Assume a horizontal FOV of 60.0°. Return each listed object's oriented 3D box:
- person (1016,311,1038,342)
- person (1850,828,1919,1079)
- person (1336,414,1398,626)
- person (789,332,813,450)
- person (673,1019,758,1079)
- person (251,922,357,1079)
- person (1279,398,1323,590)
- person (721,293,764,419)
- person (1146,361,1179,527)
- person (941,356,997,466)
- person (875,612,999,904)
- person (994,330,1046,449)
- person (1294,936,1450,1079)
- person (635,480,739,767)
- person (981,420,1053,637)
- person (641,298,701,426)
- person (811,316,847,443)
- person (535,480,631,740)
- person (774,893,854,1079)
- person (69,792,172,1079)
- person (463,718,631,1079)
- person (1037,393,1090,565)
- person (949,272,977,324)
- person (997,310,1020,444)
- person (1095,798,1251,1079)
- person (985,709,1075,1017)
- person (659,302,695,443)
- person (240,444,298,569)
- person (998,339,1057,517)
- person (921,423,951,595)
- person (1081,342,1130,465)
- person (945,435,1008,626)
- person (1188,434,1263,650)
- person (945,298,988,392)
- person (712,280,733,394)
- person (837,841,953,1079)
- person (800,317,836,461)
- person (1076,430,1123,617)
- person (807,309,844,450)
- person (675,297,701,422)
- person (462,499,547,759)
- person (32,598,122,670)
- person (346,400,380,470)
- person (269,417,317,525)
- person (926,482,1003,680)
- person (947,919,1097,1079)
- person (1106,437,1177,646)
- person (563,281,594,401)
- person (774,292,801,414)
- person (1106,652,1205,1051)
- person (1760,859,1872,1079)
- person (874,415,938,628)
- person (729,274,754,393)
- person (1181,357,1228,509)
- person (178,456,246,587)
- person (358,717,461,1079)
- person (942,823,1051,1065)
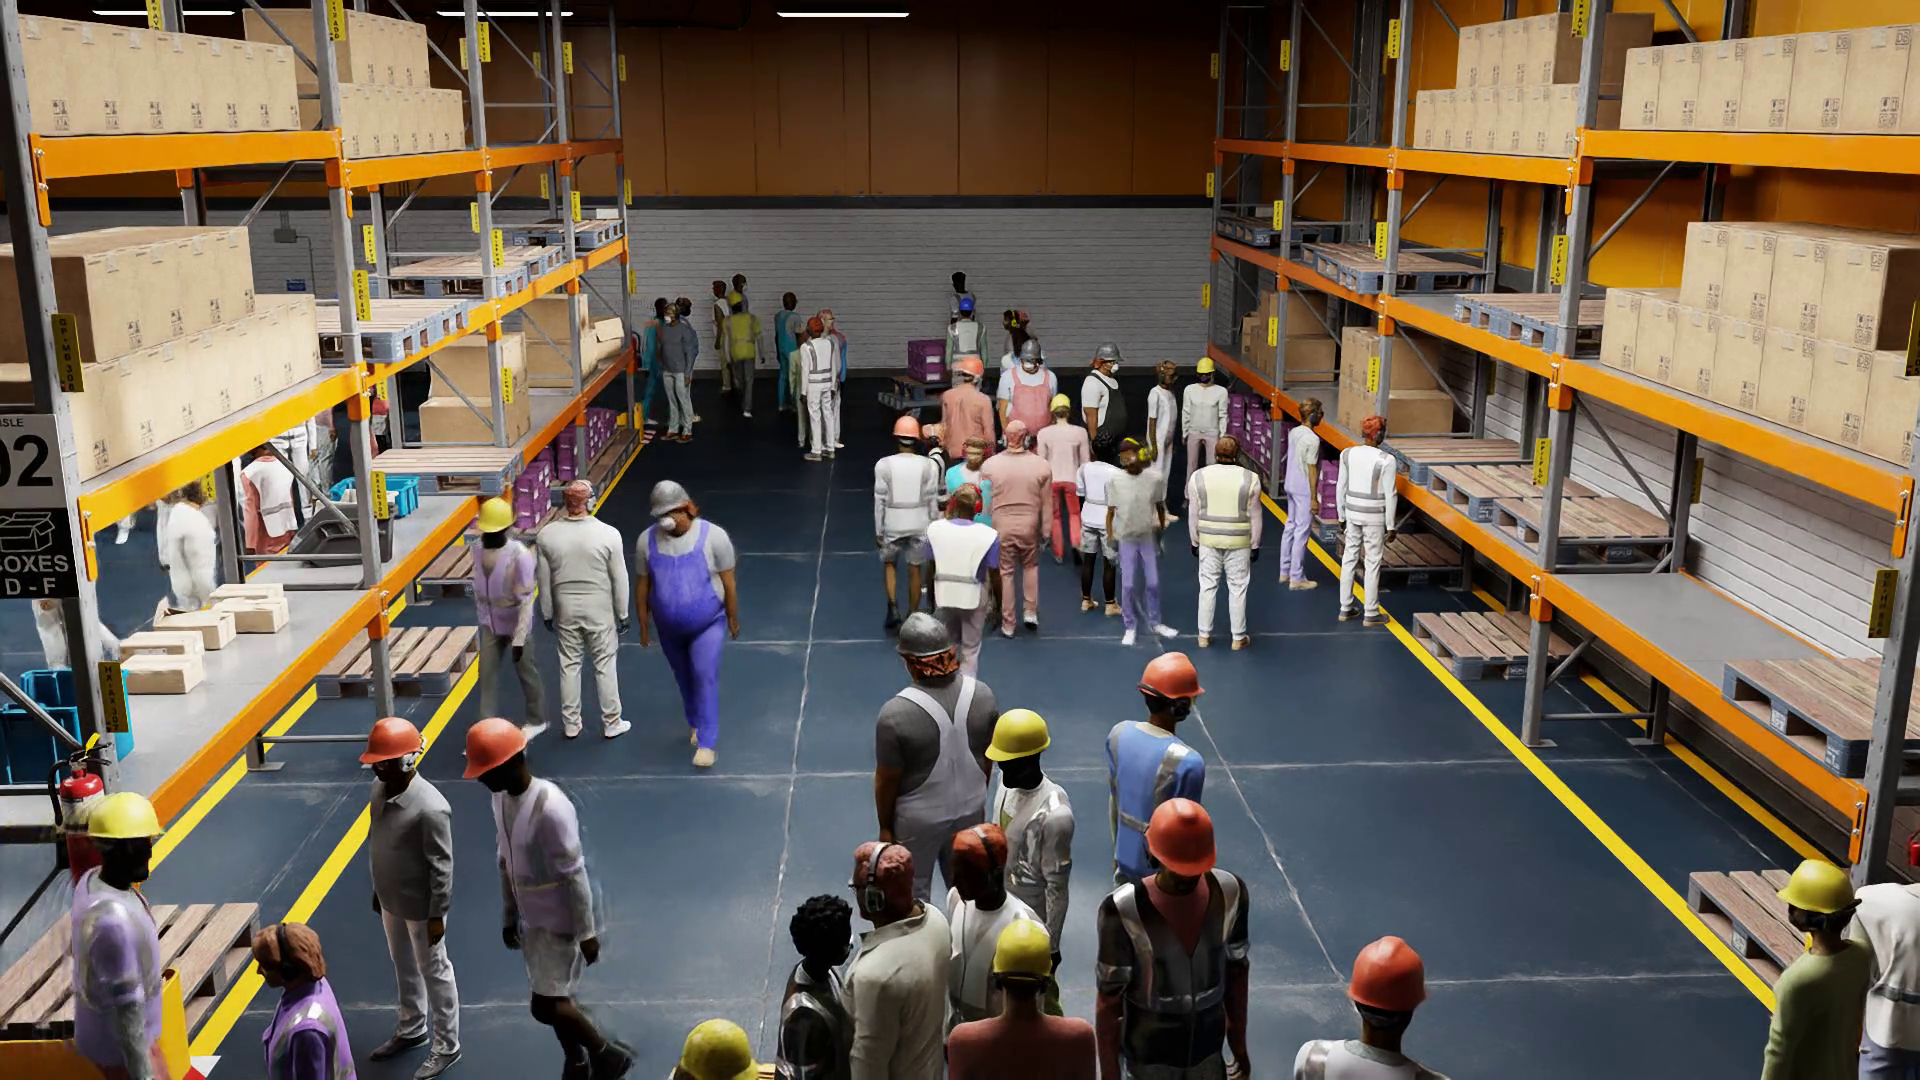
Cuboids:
[{"bbox_3d":[0.863,-2.398,23.736,0.354,1.738,0.574,12,19,39],"label":"person"},{"bbox_3d":[3.714,1.950,6.466,0.561,1.838,0.392,7,16,26],"label":"person"},{"bbox_3d":[3.599,-0.177,14.727,0.342,1.882,0.579,-13,19,-42],"label":"person"},{"bbox_3d":[-2.065,-2.028,22.582,0.503,1.583,0.846,-2,14,-7],"label":"person"},{"bbox_3d":[-0.752,2.305,5.278,0.319,1.737,0.485,12,18,39],"label":"person"},{"bbox_3d":[-2.361,2.151,6.097,0.318,1.631,0.524,-6,16,-23],"label":"person"},{"bbox_3d":[3.278,-0.442,15.869,0.345,1.838,0.507,-4,15,-14],"label":"person"},{"bbox_3d":[-3.259,-2.777,24.980,0.625,1.869,0.994,-2,14,-8],"label":"person"},{"bbox_3d":[2.229,-1.062,18.303,0.347,1.840,0.500,8,17,30],"label":"person"},{"bbox_3d":[0.114,-0.958,17.610,0.649,1.971,0.587,9,17,33],"label":"person"},{"bbox_3d":[-0.161,1.337,8.470,0.679,2.000,0.535,-9,17,-30],"label":"person"},{"bbox_3d":[0.719,-1.664,20.596,0.631,1.864,1.000,8,16,29],"label":"person"},{"bbox_3d":[1.326,2.188,5.353,0.545,1.930,0.386,10,17,34],"label":"person"},{"bbox_3d":[-1.937,0.551,11.555,0.704,2.000,0.935,2,14,7],"label":"person"},{"bbox_3d":[0.470,-0.110,14.467,0.648,1.889,0.583,-1,14,-3],"label":"person"},{"bbox_3d":[-4.291,-2.578,24.199,1.012,1.864,0.607,1,14,2],"label":"person"},{"bbox_3d":[-1.867,-2.223,22.871,0.619,1.836,0.430,-4,15,-16],"label":"person"},{"bbox_3d":[-2.695,0.505,12.009,0.651,1.904,0.401,1,14,3],"label":"person"},{"bbox_3d":[-0.530,2.103,6.165,0.320,1.694,0.533,1,14,3],"label":"person"},{"bbox_3d":[-3.290,1.923,6.451,0.597,1.900,0.637,-7,16,-25],"label":"person"},{"bbox_3d":[-1.885,1.688,7.397,0.508,1.887,0.607,-13,19,-41],"label":"person"},{"bbox_3d":[1.031,-0.581,16.592,0.537,1.742,0.557,0,14,-1],"label":"person"},{"bbox_3d":[0.018,-3.415,27.288,0.374,1.959,0.603,11,18,37],"label":"person"},{"bbox_3d":[0.712,-2.246,22.896,0.420,1.858,0.562,-3,15,-13],"label":"person"},{"bbox_3d":[0.812,1.908,6.265,0.618,2.028,0.410,-5,15,-17],"label":"person"},{"bbox_3d":[0.292,1.660,7.454,0.393,1.918,0.585,-6,16,-23],"label":"person"},{"bbox_3d":[-3.927,-2.315,23.010,0.627,1.941,0.371,11,18,38],"label":"person"},{"bbox_3d":[-5.865,-0.048,14.183,0.410,1.908,0.598,3,15,13],"label":"person"},{"bbox_3d":[0.781,-1.240,18.588,0.673,2.000,0.536,-3,15,-11],"label":"person"},{"bbox_3d":[-0.215,-0.294,15.695,0.313,1.634,0.514,3,15,12],"label":"person"},{"bbox_3d":[1.611,-1.188,18.383,0.535,2.000,0.681,6,16,23],"label":"person"},{"bbox_3d":[0.133,-0.031,14.374,0.596,1.794,0.950,2,14,8],"label":"person"},{"bbox_3d":[2.238,0.019,14.045,0.627,1.844,0.429,4,15,17],"label":"person"},{"bbox_3d":[0.086,-2.439,23.476,0.616,1.946,0.392,-3,15,-10],"label":"person"},{"bbox_3d":[-3.824,-3.293,27.034,0.374,1.843,0.569,3,15,12],"label":"person"},{"bbox_3d":[-0.260,2.009,6.132,0.402,1.896,0.652,5,15,18],"label":"person"},{"bbox_3d":[-1.861,-1.984,21.822,0.577,1.881,0.349,-13,20,-42],"label":"person"},{"bbox_3d":[1.285,-0.147,14.982,0.535,1.697,0.318,12,18,38],"label":"person"},{"bbox_3d":[-1.795,-2.151,22.420,0.409,1.913,0.645,6,15,21],"label":"person"},{"bbox_3d":[-4.076,-2.665,24.586,0.429,1.840,0.624,-6,15,-21],"label":"person"},{"bbox_3d":[-3.222,0.606,11.667,0.611,1.870,0.899,7,16,25],"label":"person"},{"bbox_3d":[-6.871,0.284,12.873,0.724,1.908,0.664,0,14,0],"label":"person"},{"bbox_3d":[-7.565,-1.869,21.174,0.617,1.986,0.408,4,15,14],"label":"person"},{"bbox_3d":[-7.298,-1.032,18.099,0.579,1.879,0.347,-7,16,-26],"label":"person"},{"bbox_3d":[0.046,0.468,12.292,0.575,1.827,0.506,5,15,21],"label":"person"},{"bbox_3d":[0.211,2.156,5.805,0.533,1.767,0.326,-1,14,-5],"label":"person"},{"bbox_3d":[1.520,0.006,14.114,0.614,1.830,0.458,-2,14,-8],"label":"person"},{"bbox_3d":[-6.069,-3.154,26.190,0.375,1.995,0.611,8,16,29],"label":"person"},{"bbox_3d":[-2.595,-2.843,25.293,0.509,1.838,0.338,10,18,36],"label":"person"},{"bbox_3d":[0.941,1.510,7.814,0.416,2.035,0.609,-10,17,-34],"label":"person"},{"bbox_3d":[3.179,2.040,6.278,0.527,1.761,0.340,-9,17,-30],"label":"person"},{"bbox_3d":[-0.467,-0.123,14.448,0.561,1.922,0.414,-1,14,-3],"label":"person"},{"bbox_3d":[-3.593,-3.373,27.163,0.361,1.938,0.635,1,14,6],"label":"person"},{"bbox_3d":[2.790,-1.214,19.029,0.523,1.769,0.324,4,15,16],"label":"person"},{"bbox_3d":[-6.434,-0.096,14.371,0.396,1.908,0.600,9,17,32],"label":"person"},{"bbox_3d":[-2.586,1.659,7.779,0.563,1.751,0.328,11,18,36],"label":"person"},{"bbox_3d":[0.109,1.960,6.359,0.371,1.878,0.588,-10,17,-33],"label":"person"}]
